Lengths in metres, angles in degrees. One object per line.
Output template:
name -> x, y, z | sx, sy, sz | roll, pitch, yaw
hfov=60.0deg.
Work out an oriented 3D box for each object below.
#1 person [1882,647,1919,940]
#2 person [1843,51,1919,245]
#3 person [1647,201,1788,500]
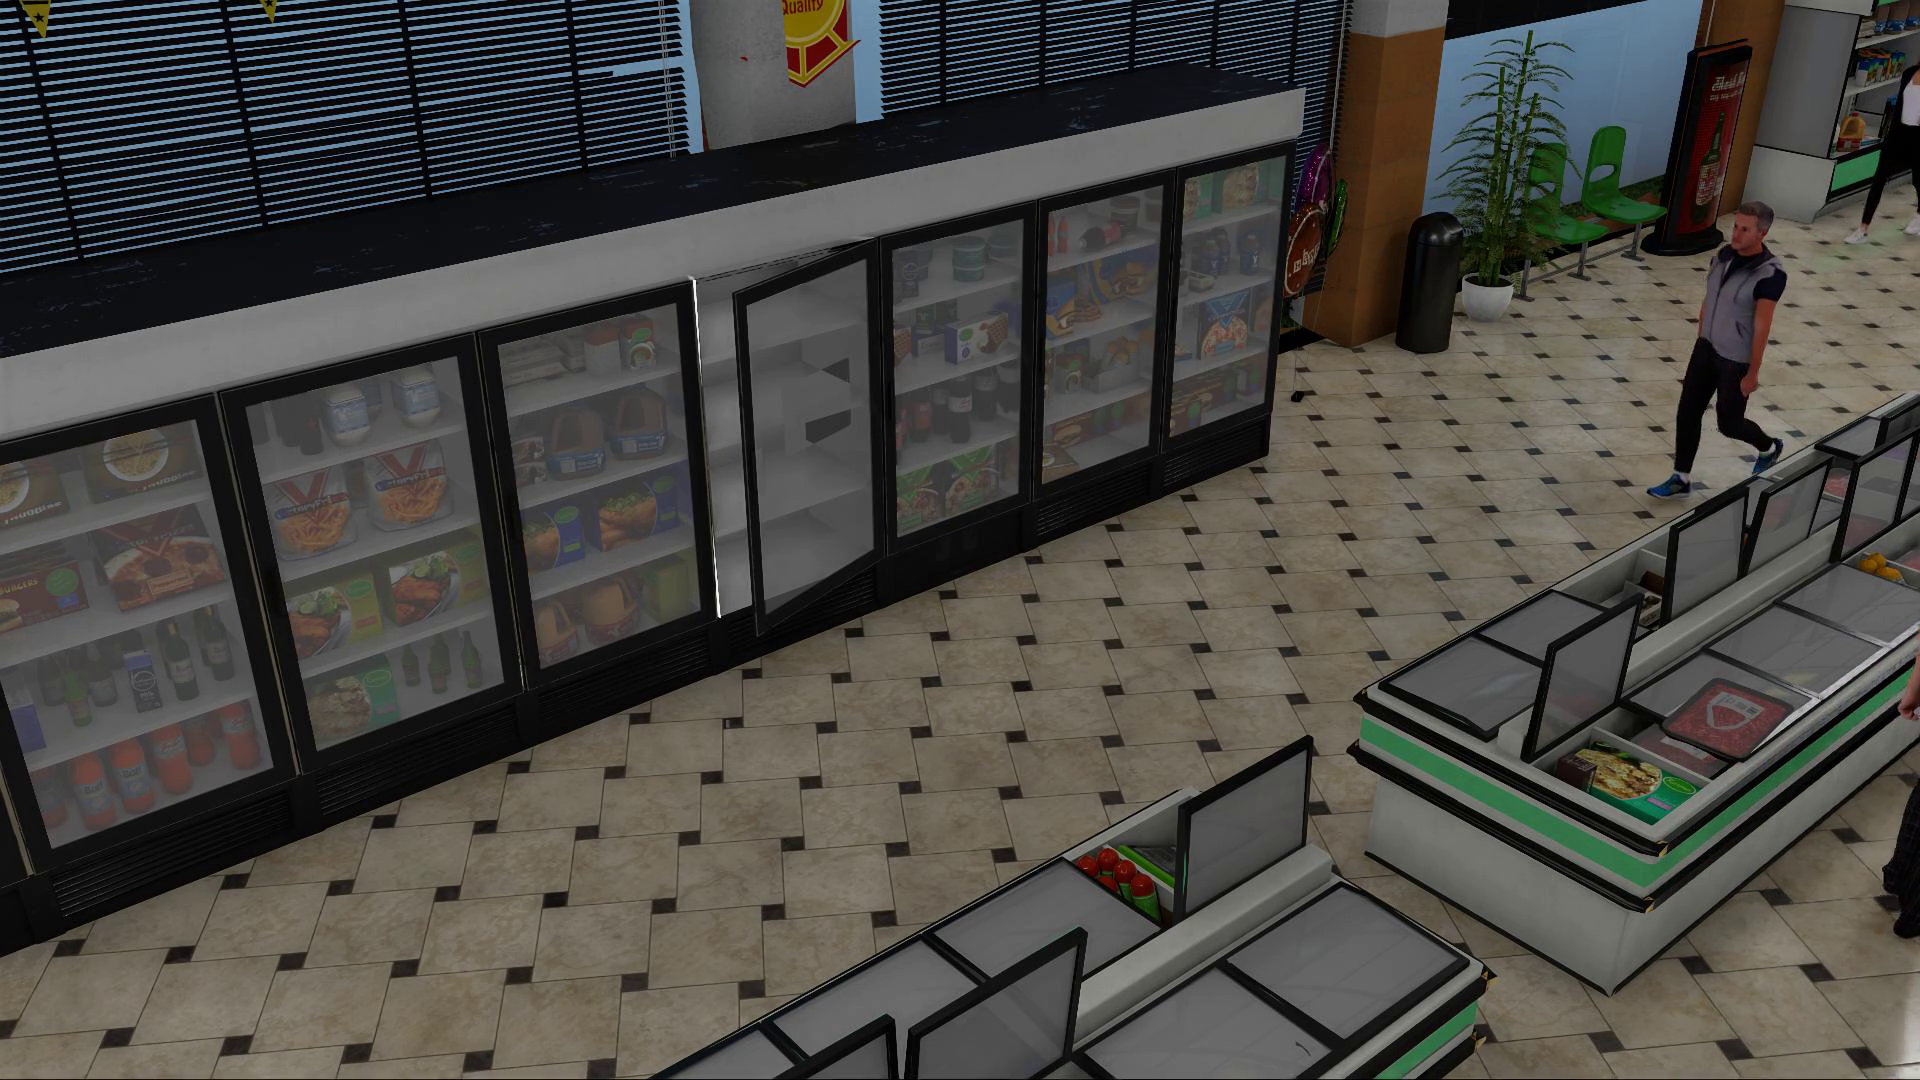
person -> 3.667, 0.691, 6.053 | 0.696, 1.856, 0.702 | -18, 32, -31
person -> 8.192, -3.387, 14.209 | 1.228, 1.752, 0.710 | -16, 31, -29
person -> 4.482, -1.045, 9.537 | 1.130, 1.801, 0.916 | -8, 28, -15
